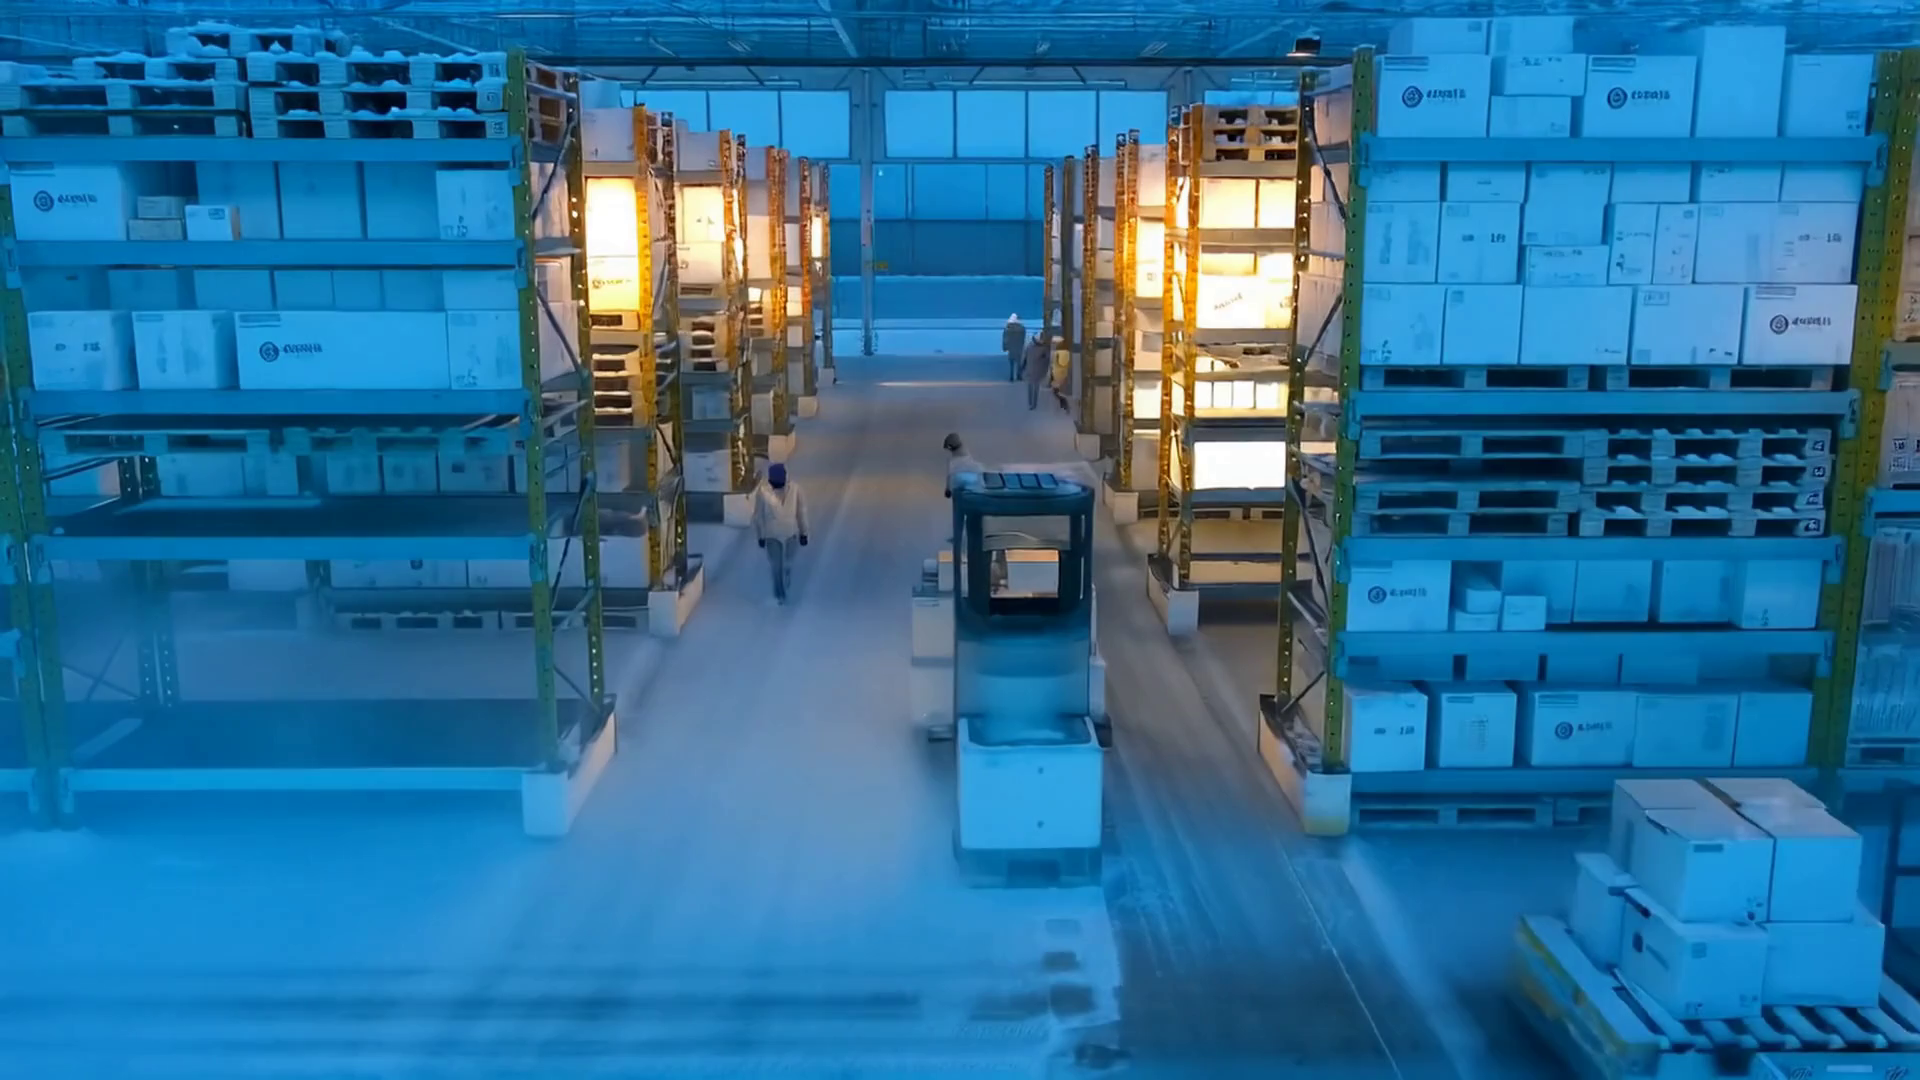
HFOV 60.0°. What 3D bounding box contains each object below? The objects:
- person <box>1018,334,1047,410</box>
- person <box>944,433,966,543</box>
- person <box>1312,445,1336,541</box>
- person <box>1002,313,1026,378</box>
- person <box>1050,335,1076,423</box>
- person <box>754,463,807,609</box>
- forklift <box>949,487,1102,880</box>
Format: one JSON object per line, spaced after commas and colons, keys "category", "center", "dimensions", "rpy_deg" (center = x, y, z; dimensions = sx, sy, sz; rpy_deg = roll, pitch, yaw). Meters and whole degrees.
{"category": "person", "center": [1.779, -4.125, 40.747], "dimensions": [0.714, 1.854, 0.959], "rpy_deg": [-1, 11, -3]}
{"category": "person", "center": [-0.076, -0.765, 24.592], "dimensions": [0.269, 1.632, 0.504], "rpy_deg": [5, 13, 24]}
{"category": "person", "center": [4.952, -0.381, 22.233], "dimensions": [0.464, 1.813, 0.607], "rpy_deg": [-1, 11, -6]}
{"category": "person", "center": [1.560, -5.636, 48.140], "dimensions": [0.674, 1.863, 0.932], "rpy_deg": [0, 11, 0]}
{"category": "person", "center": [2.313, -3.688, 38.101], "dimensions": [0.505, 2.024, 0.627], "rpy_deg": [8, 14, 33]}
{"category": "person", "center": [-2.269, -0.097, 20.870], "dimensions": [0.617, 1.811, 0.901], "rpy_deg": [-4, 12, -20]}
{"category": "forklift", "center": [0.495, 0.986, 12.813], "dimensions": [1.129, 2.768, 1.873], "rpy_deg": [0, 11, -2]}
